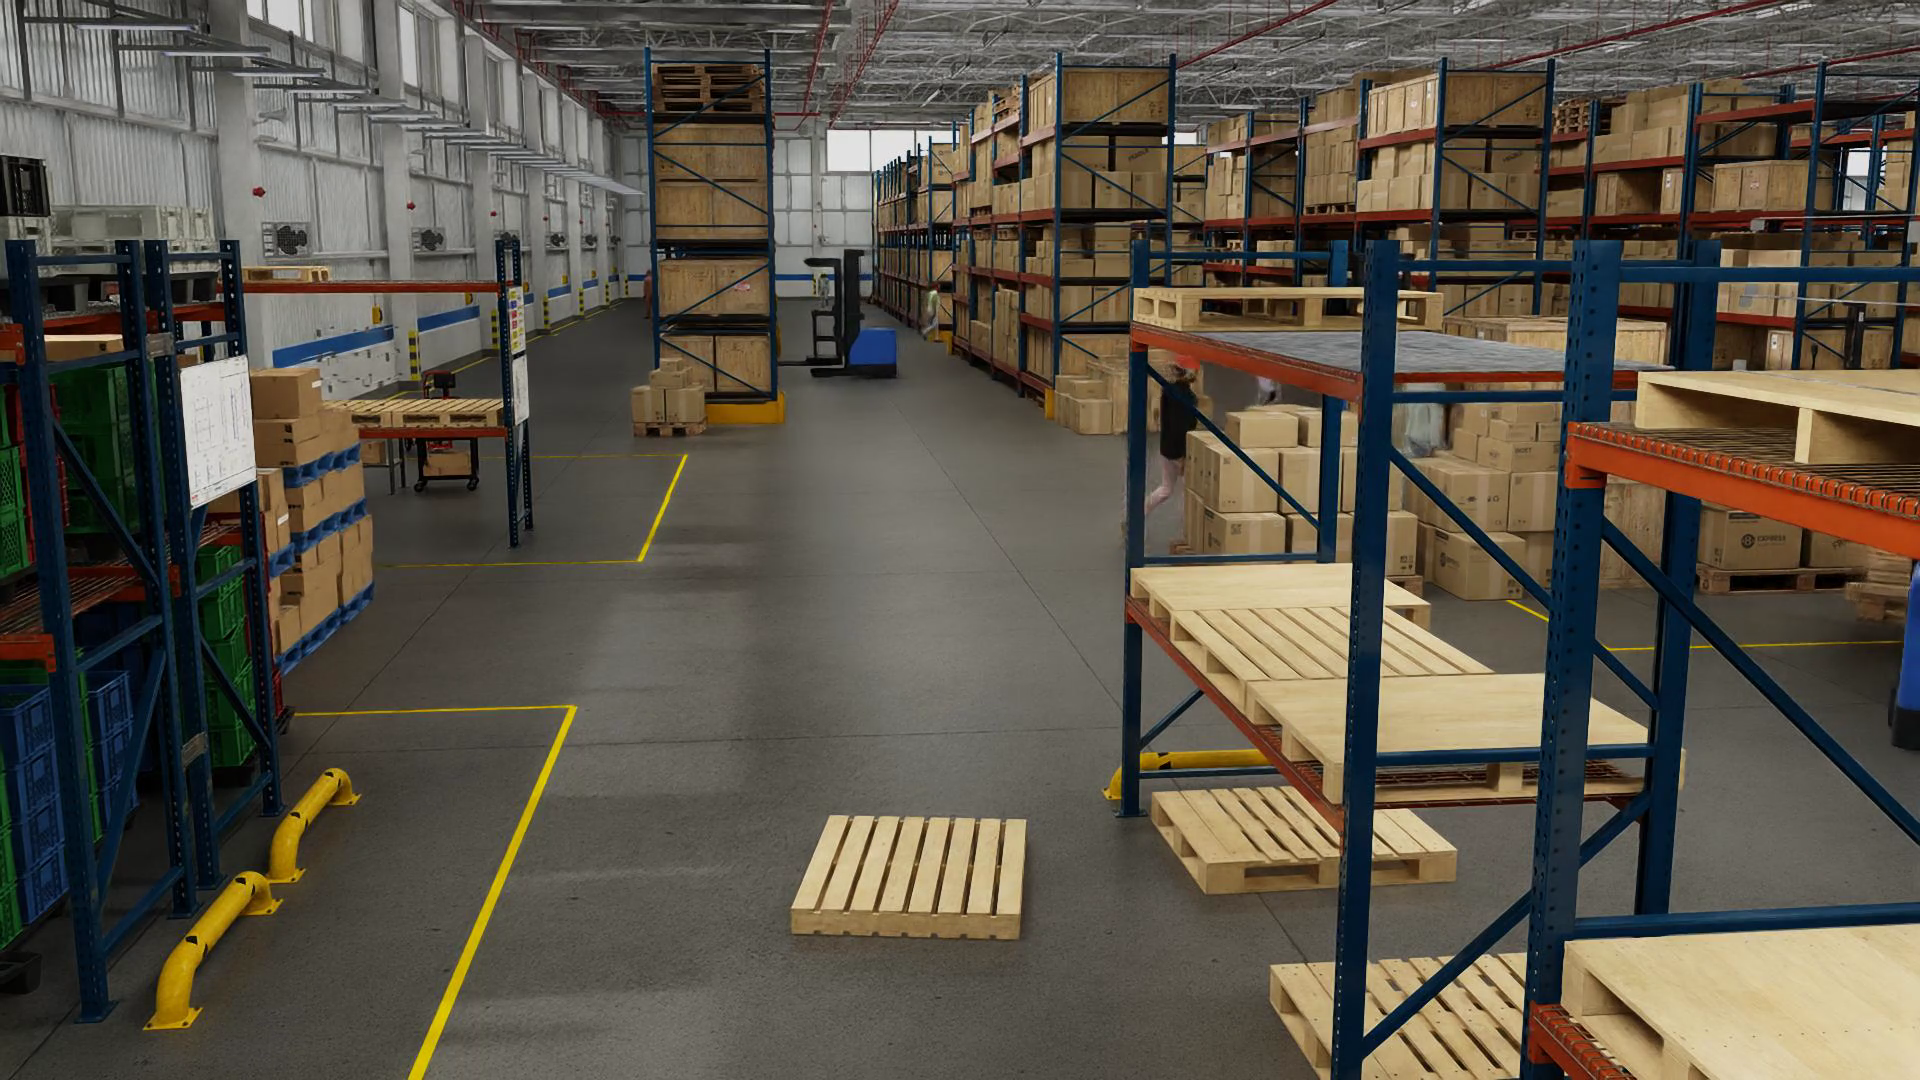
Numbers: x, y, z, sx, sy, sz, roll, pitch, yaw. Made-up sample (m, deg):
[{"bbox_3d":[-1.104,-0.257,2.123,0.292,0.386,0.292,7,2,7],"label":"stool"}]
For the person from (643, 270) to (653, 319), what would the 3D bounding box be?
[{"bbox_3d":[-12.016,-9.527,64.463,0.403,1.896,0.655,8,13,38],"label":"person"}]

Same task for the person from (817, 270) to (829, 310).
[{"bbox_3d":[-5.911,-10.780,71.885,0.503,1.727,0.564,0,10,2],"label":"person"}]

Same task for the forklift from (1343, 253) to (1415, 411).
[{"bbox_3d":[6.616,-3.121,26.229,1.129,2.768,1.873,-1,10,-6],"label":"forklift"}]

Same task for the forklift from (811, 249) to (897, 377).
[{"bbox_3d":[-2.368,-5.025,36.777,1.873,2.768,1.129,-1,10,-6],"label":"forklift"}]

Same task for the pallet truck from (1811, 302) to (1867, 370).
[{"bbox_3d":[15.846,-3.142,28.793,1.885,1.965,0.823,2,10,12],"label":"pallet truck"}]

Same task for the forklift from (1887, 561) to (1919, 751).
[{"bbox_3d":[6.389,-0.196,10.021,1.129,2.768,1.873,6,12,31],"label":"forklift"}]

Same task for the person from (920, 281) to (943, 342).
[{"bbox_3d":[-0.821,-6.747,49.252,0.594,1.824,0.580,-1,10,-6],"label":"person"}]

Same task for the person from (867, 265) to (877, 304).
[{"bbox_3d":[-3.943,-12.043,78.393,0.956,1.904,0.554,-1,10,-3],"label":"person"}]

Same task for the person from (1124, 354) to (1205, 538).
[{"bbox_3d":[2.069,-0.879,16.323,0.817,1.971,0.626,-4,11,-23],"label":"person"}]

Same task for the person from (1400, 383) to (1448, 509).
[{"bbox_3d":[5.028,-1.071,17.600,0.949,1.901,0.636,-4,11,-23],"label":"person"}]

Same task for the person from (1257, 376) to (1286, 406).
[{"bbox_3d":[4.588,-2.221,23.953,0.950,1.891,0.568,-2,10,-13],"label":"person"}]
